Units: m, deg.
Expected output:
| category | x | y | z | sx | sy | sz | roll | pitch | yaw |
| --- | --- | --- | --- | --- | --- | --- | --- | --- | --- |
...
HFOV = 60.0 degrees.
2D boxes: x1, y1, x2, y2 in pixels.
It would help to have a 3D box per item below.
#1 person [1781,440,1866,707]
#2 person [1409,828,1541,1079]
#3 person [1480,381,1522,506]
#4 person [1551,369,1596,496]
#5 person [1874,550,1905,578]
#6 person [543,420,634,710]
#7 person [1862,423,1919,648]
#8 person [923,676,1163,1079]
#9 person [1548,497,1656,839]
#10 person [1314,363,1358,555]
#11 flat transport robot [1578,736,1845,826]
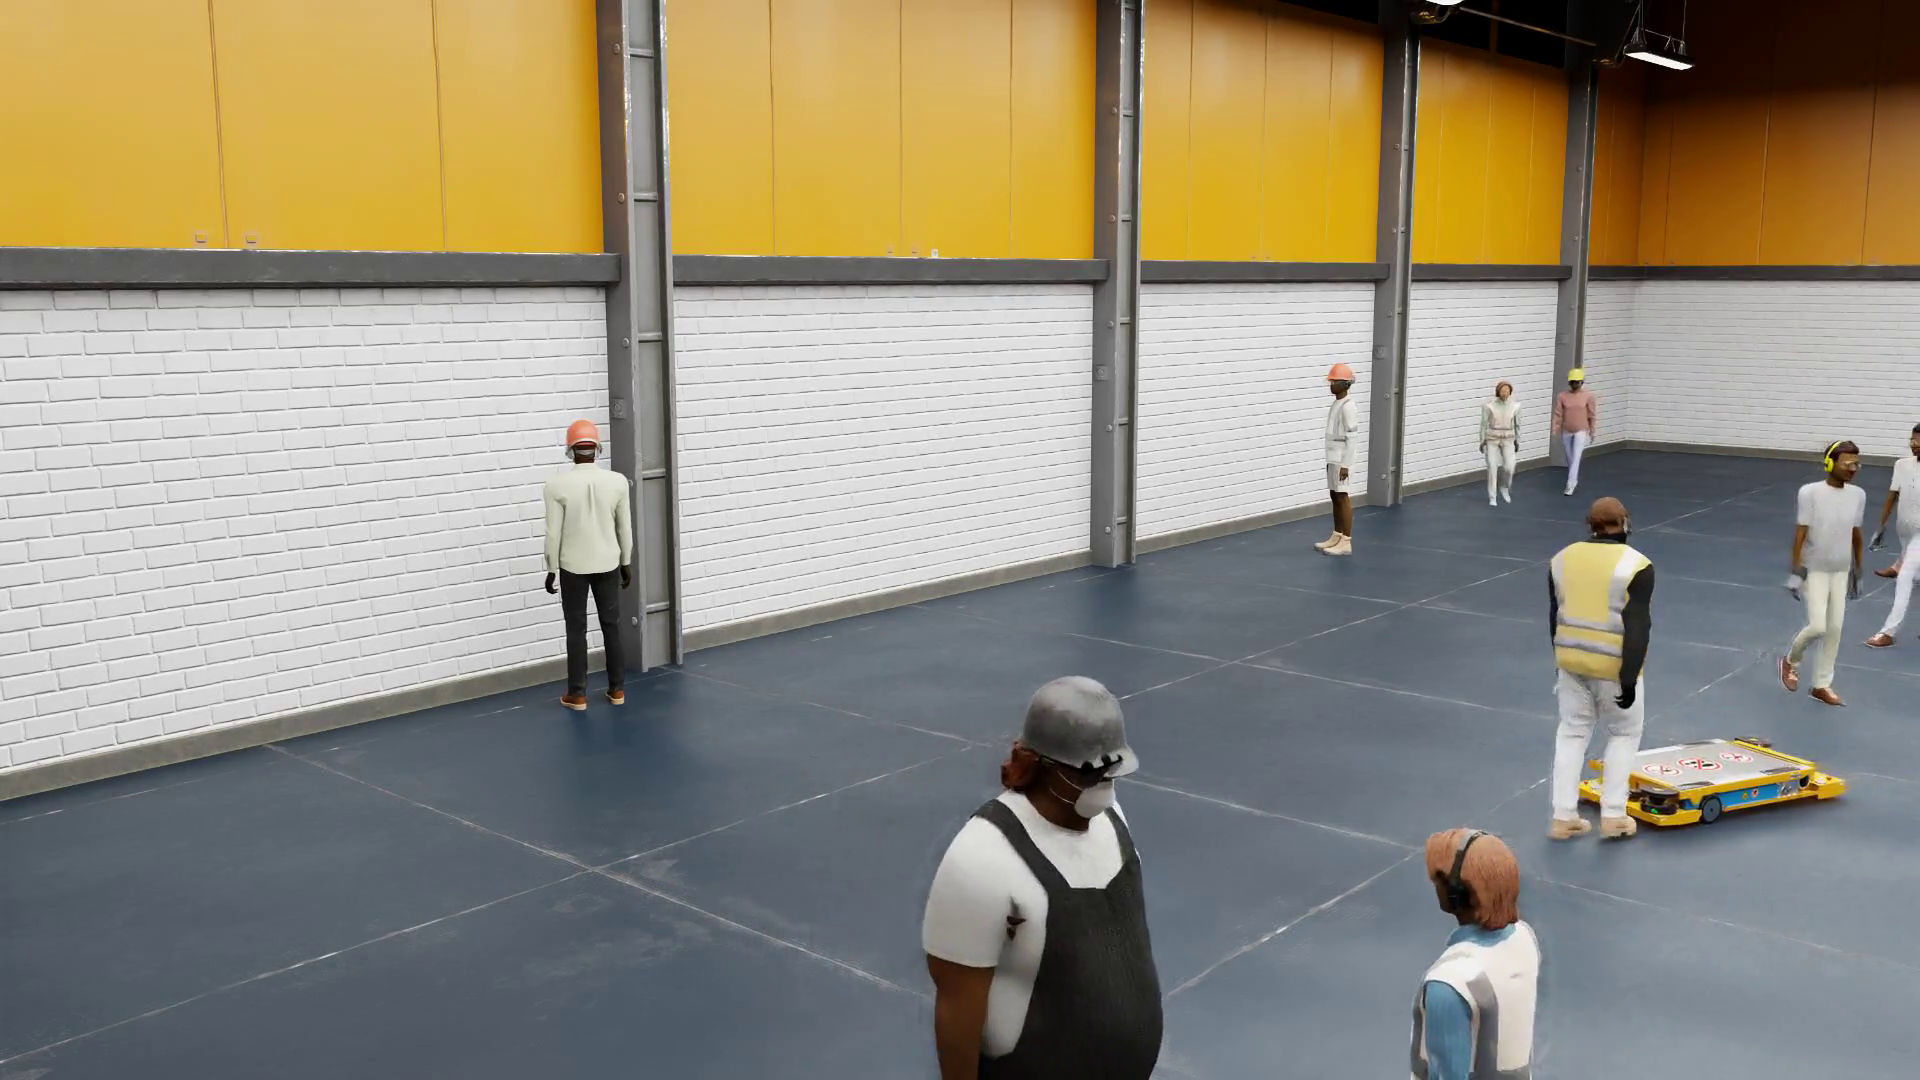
| category | x | y | z | sx | sy | sz | roll | pitch | yaw |
| --- | --- | --- | --- | --- | --- | --- | --- | --- | --- |
| person | 6.014 | 0.223 | 11.555 | 0.544 | 1.852 | 0.449 | -1 | 9 | -8 |
| person | 1.349 | 1.518 | 4.196 | 0.823 | 1.607 | 0.528 | 8 | 12 | 43 |
| person | 6.960 | -1.238 | 21.437 | 0.530 | 1.628 | 0.366 | 2 | 9 | 10 |
| person | 8.381 | -1.486 | 22.718 | 0.540 | 1.720 | 0.916 | 6 | 11 | 34 |
| person | 9.436 | -0.482 | 15.967 | 0.980 | 1.865 | 0.647 | 7 | 11 | 36 |
| person | -2.561 | 0.168 | 11.448 | 0.626 | 1.991 | 0.389 | -5 | 10 | -30 |
| person | 7.715 | -0.050 | 13.391 | 0.998 | 1.827 | 0.507 | -3 | 10 | -20 |
| person | 0.193 | 1.287 | 4.280 | 0.691 | 2.000 | 0.704 | 7 | 12 | 39 |
| person | 3.352 | 0.685 | 8.801 | 0.570 | 1.803 | 0.644 | -7 | 11 | -37 |
| person | 4.031 | -0.863 | 17.752 | 0.362 | 2.046 | 0.614 | -1 | 9 | -3 |
| flat transport robot | 4.236 | 1.349 | 9.424 | 1.431 | 0.197 | 0.652 | -4 | 10 | -24 |
